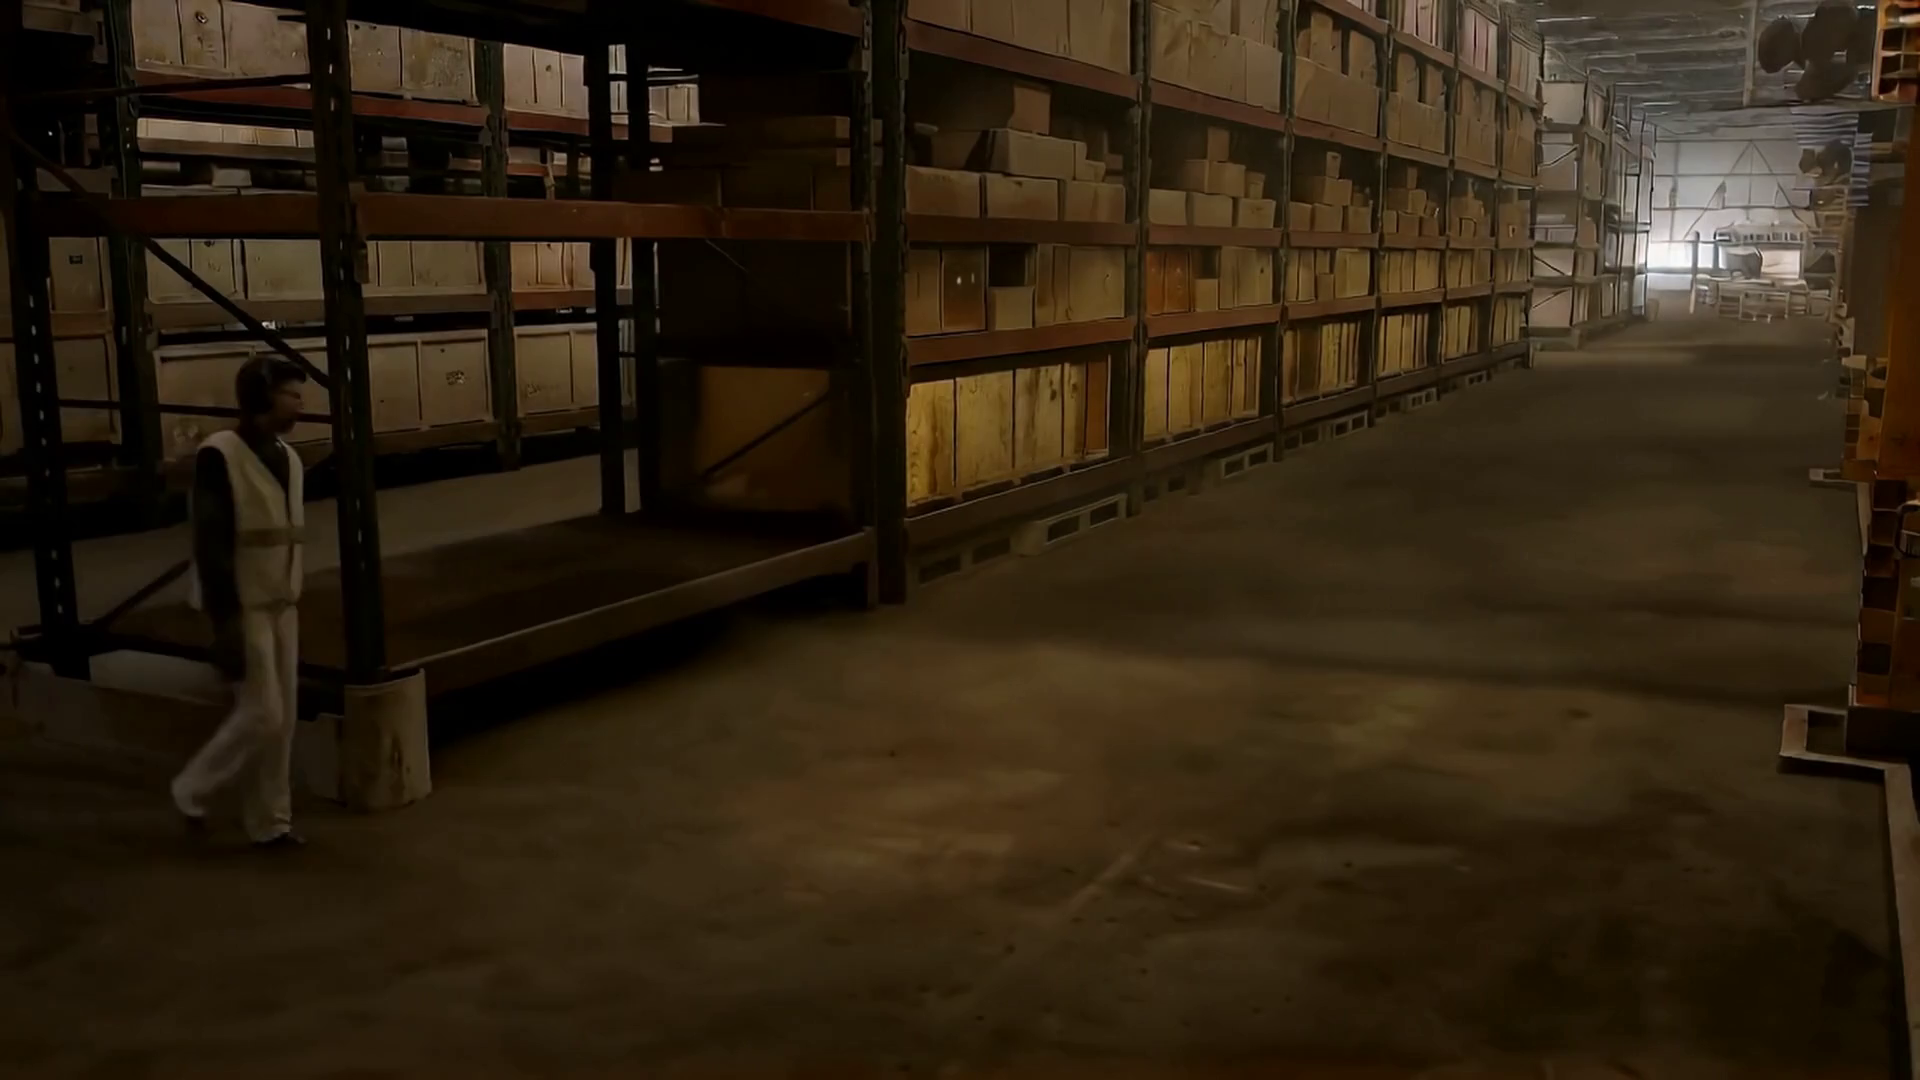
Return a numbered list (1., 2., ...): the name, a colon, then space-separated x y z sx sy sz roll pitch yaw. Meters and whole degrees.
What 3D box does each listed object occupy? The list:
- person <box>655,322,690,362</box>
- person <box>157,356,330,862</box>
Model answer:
1. person: -2.395 -1.350 15.090 0.678 1.856 0.969 5 11 28
2. person: -2.544 0.257 5.933 0.485 1.811 0.622 1 10 8
